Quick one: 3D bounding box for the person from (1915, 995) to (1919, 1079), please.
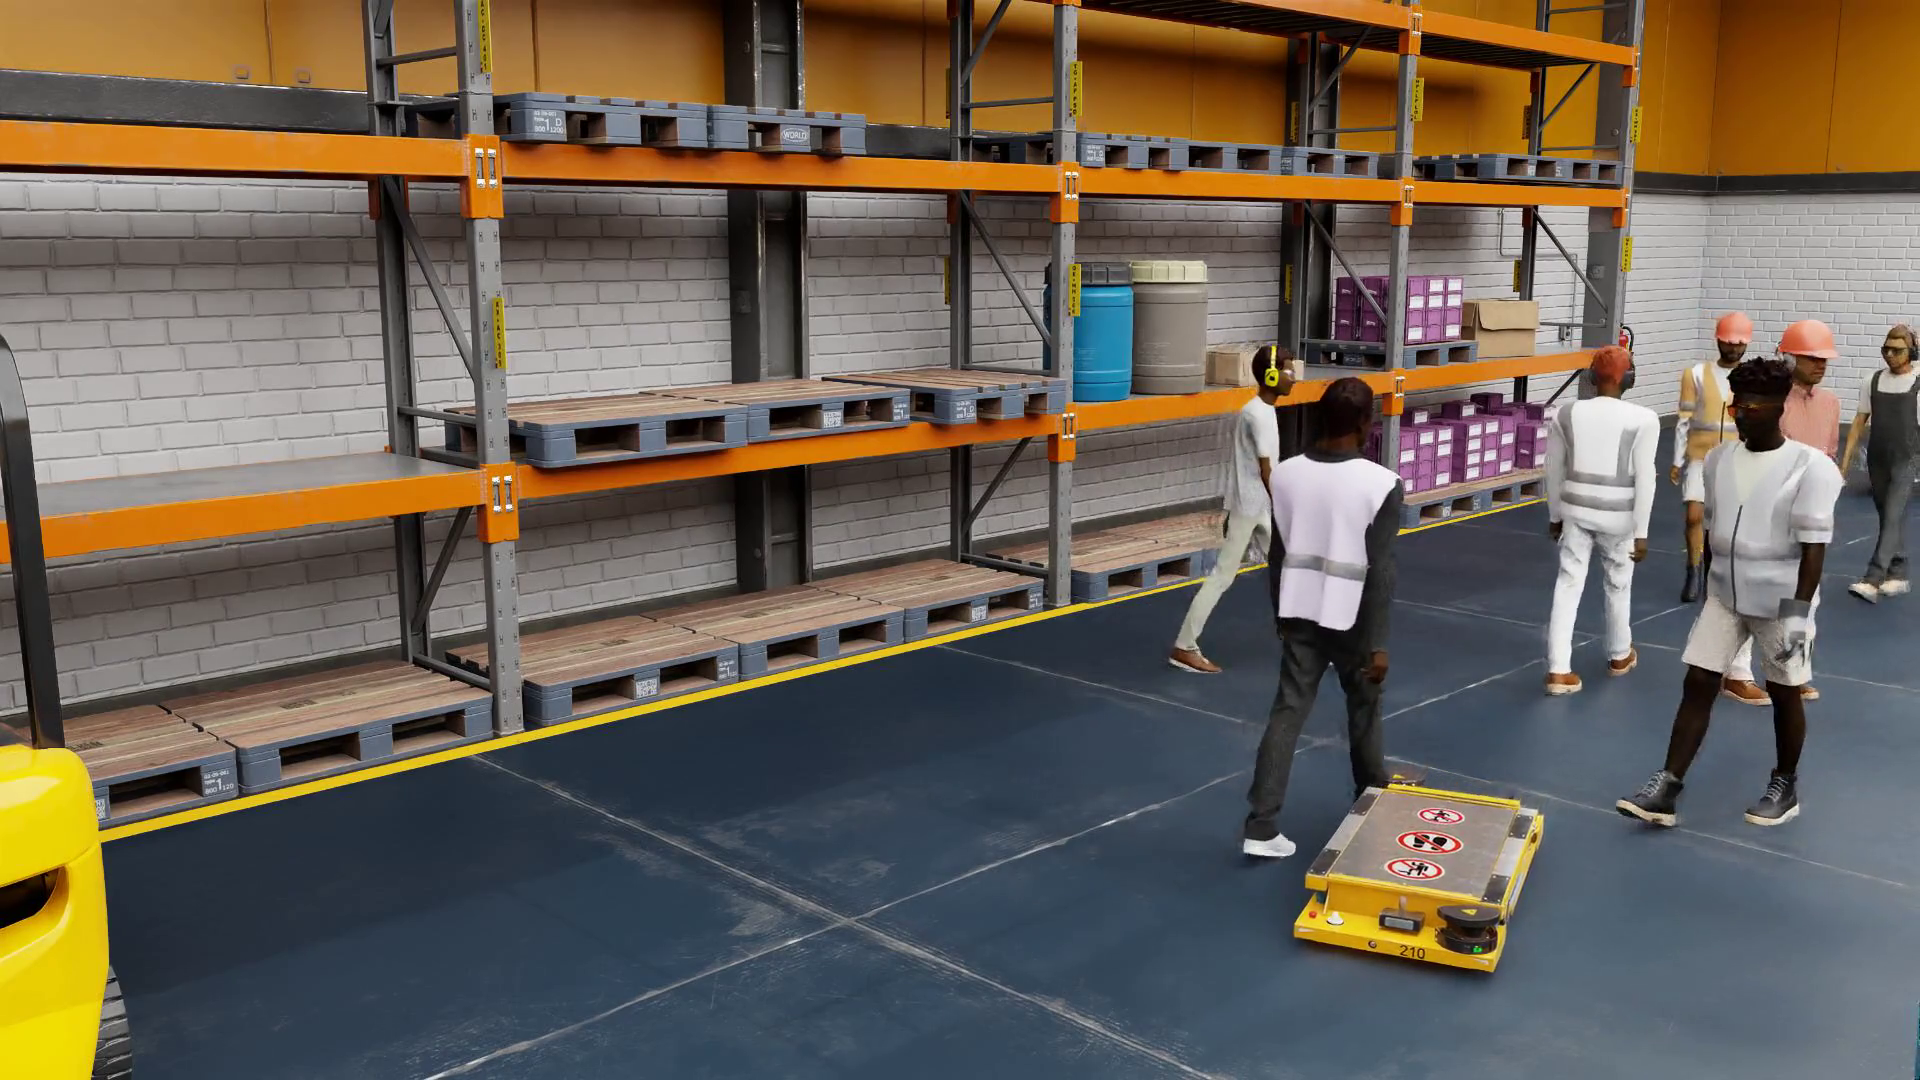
[{"bbox_3d":[2.771,0.708,4.315,0.565,1.845,0.384,-3,11,-14],"label":"person"}]

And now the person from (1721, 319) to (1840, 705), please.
[{"bbox_3d":[4.250,-0.137,8.546,0.619,1.985,0.406,-4,11,-20],"label":"person"}]

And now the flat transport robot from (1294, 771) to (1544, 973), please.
[{"bbox_3d":[1.721,1.170,6.095,0.652,0.197,1.431,5,11,25],"label":"flat transport robot"}]

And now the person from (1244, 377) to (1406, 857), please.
[{"bbox_3d":[1.438,0.299,6.503,0.608,1.871,0.992,10,14,43],"label":"person"}]

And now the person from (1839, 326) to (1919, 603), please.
[{"bbox_3d":[6.059,-0.490,10.935,0.899,1.805,0.547,-6,12,-31],"label":"person"}]

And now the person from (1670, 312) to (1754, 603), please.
[{"bbox_3d":[4.935,-0.518,10.811,0.580,1.911,0.575,4,11,22],"label":"person"}]

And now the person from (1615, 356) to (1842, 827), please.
[{"bbox_3d":[3.112,0.242,6.627,0.953,1.918,0.633,-6,12,-30],"label":"person"}]

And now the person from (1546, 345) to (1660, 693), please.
[{"bbox_3d":[3.404,-0.119,8.871,0.598,1.832,0.980,9,13,39],"label":"person"}]

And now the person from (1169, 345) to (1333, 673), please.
[{"bbox_3d":[1.642,-0.143,9.073,1.032,1.807,0.495,3,11,18],"label":"person"}]

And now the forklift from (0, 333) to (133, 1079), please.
[{"bbox_3d":[-3.289,0.485,4.582,1.214,2.155,2.313,-10,14,-44],"label":"forklift"}]
